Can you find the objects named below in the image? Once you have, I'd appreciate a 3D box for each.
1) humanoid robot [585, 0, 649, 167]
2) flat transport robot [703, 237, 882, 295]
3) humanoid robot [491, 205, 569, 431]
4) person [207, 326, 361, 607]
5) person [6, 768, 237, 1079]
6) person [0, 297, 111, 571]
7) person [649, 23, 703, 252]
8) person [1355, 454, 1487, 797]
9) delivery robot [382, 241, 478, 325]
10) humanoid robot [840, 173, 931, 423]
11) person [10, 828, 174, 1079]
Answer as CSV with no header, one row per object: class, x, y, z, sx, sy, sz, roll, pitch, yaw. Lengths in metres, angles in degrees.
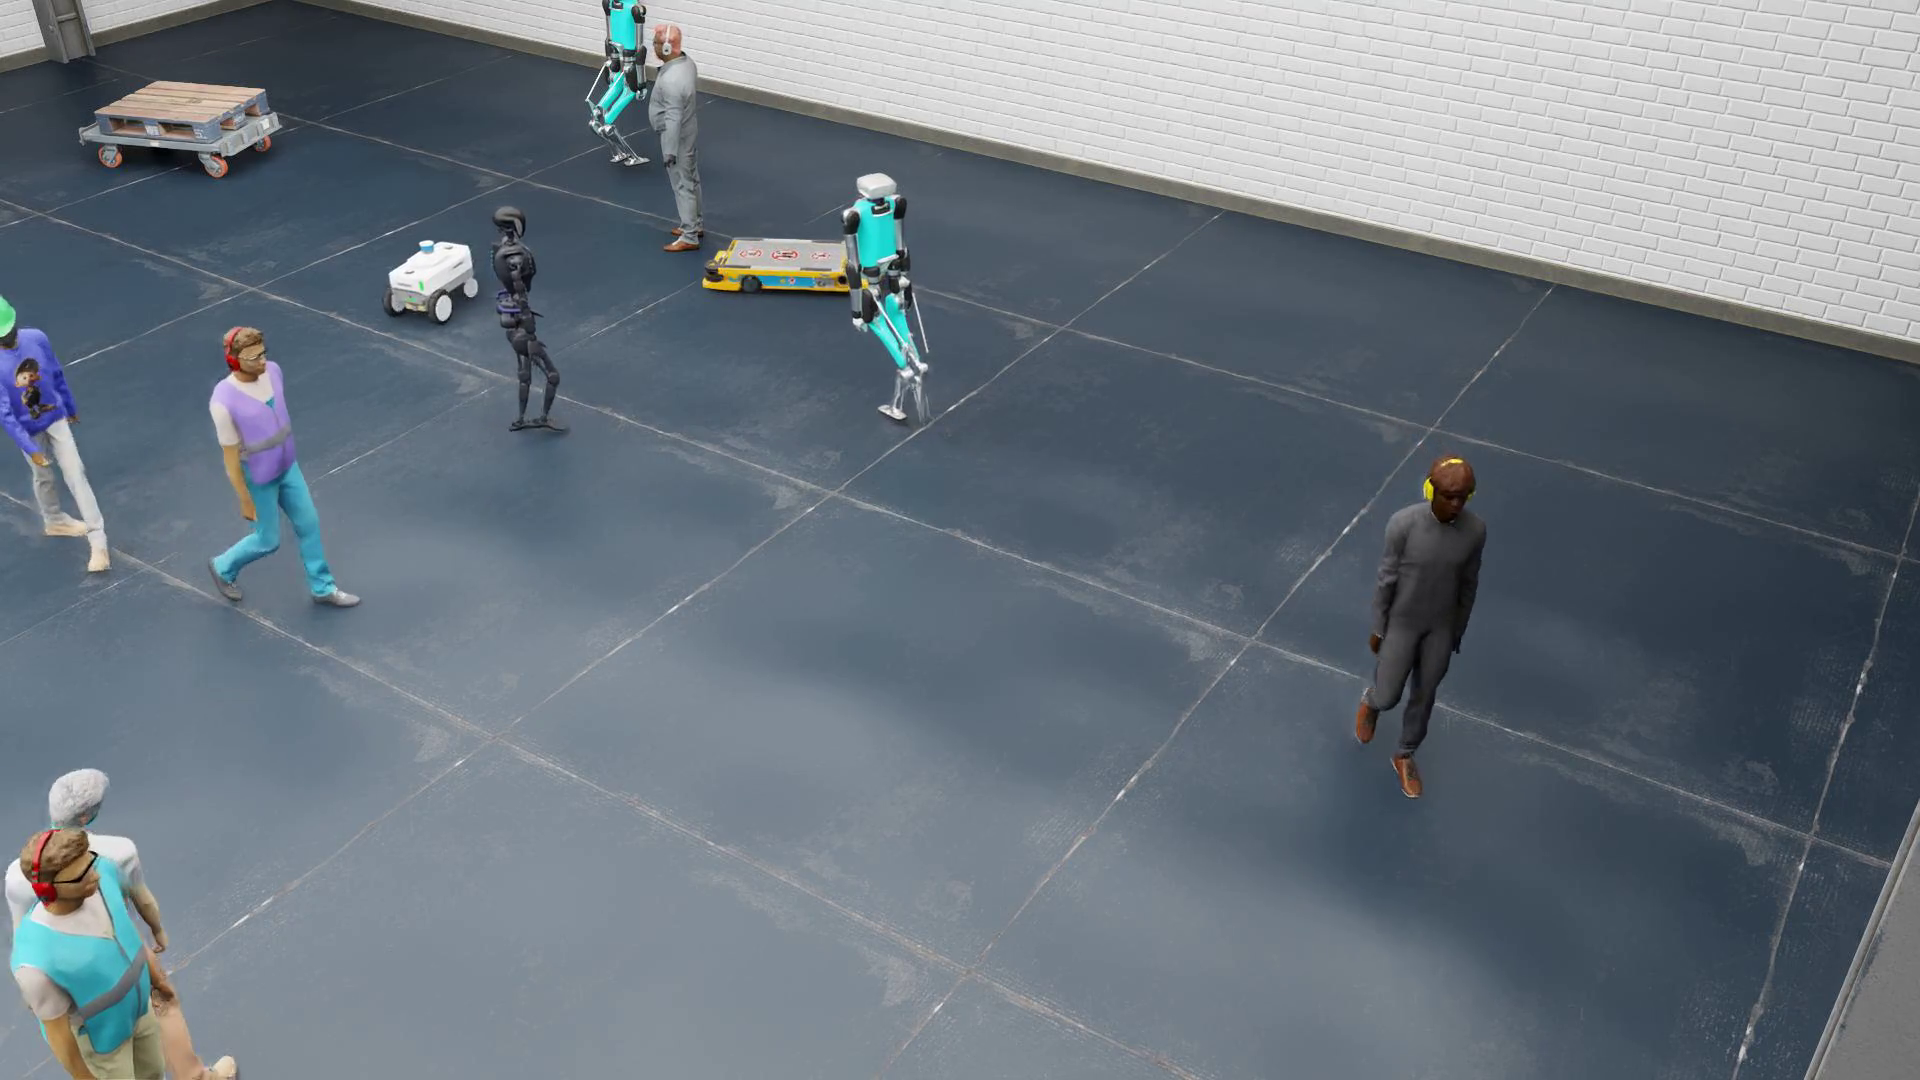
humanoid robot,-3.248,-4.296,15.460,0.533,1.677,0.735,25,40,33
flat transport robot,-1.362,-2.262,13.776,1.431,0.231,0.659,3,33,4
humanoid robot,-2.961,-1.487,11.274,0.436,1.647,0.607,-11,34,-17
person,-3.989,-0.388,9.435,0.781,1.816,0.574,7,33,10
person,-3.276,1.628,6.400,0.605,1.711,0.316,-24,40,-33
person,-5.472,-0.677,9.900,0.809,1.809,0.496,27,42,36
person,-2.392,-3.384,14.005,0.414,1.913,0.641,2,33,2
person,2.258,0.395,8.164,0.510,1.863,0.494,-1,33,-2
delivery robot,-4.203,-2.071,13.221,0.499,0.602,0.795,11,34,17
humanoid robot,-0.413,-1.513,11.361,0.542,1.900,0.733,-28,42,-36
person,-3.108,1.764,6.057,0.376,1.841,0.564,0,33,0
